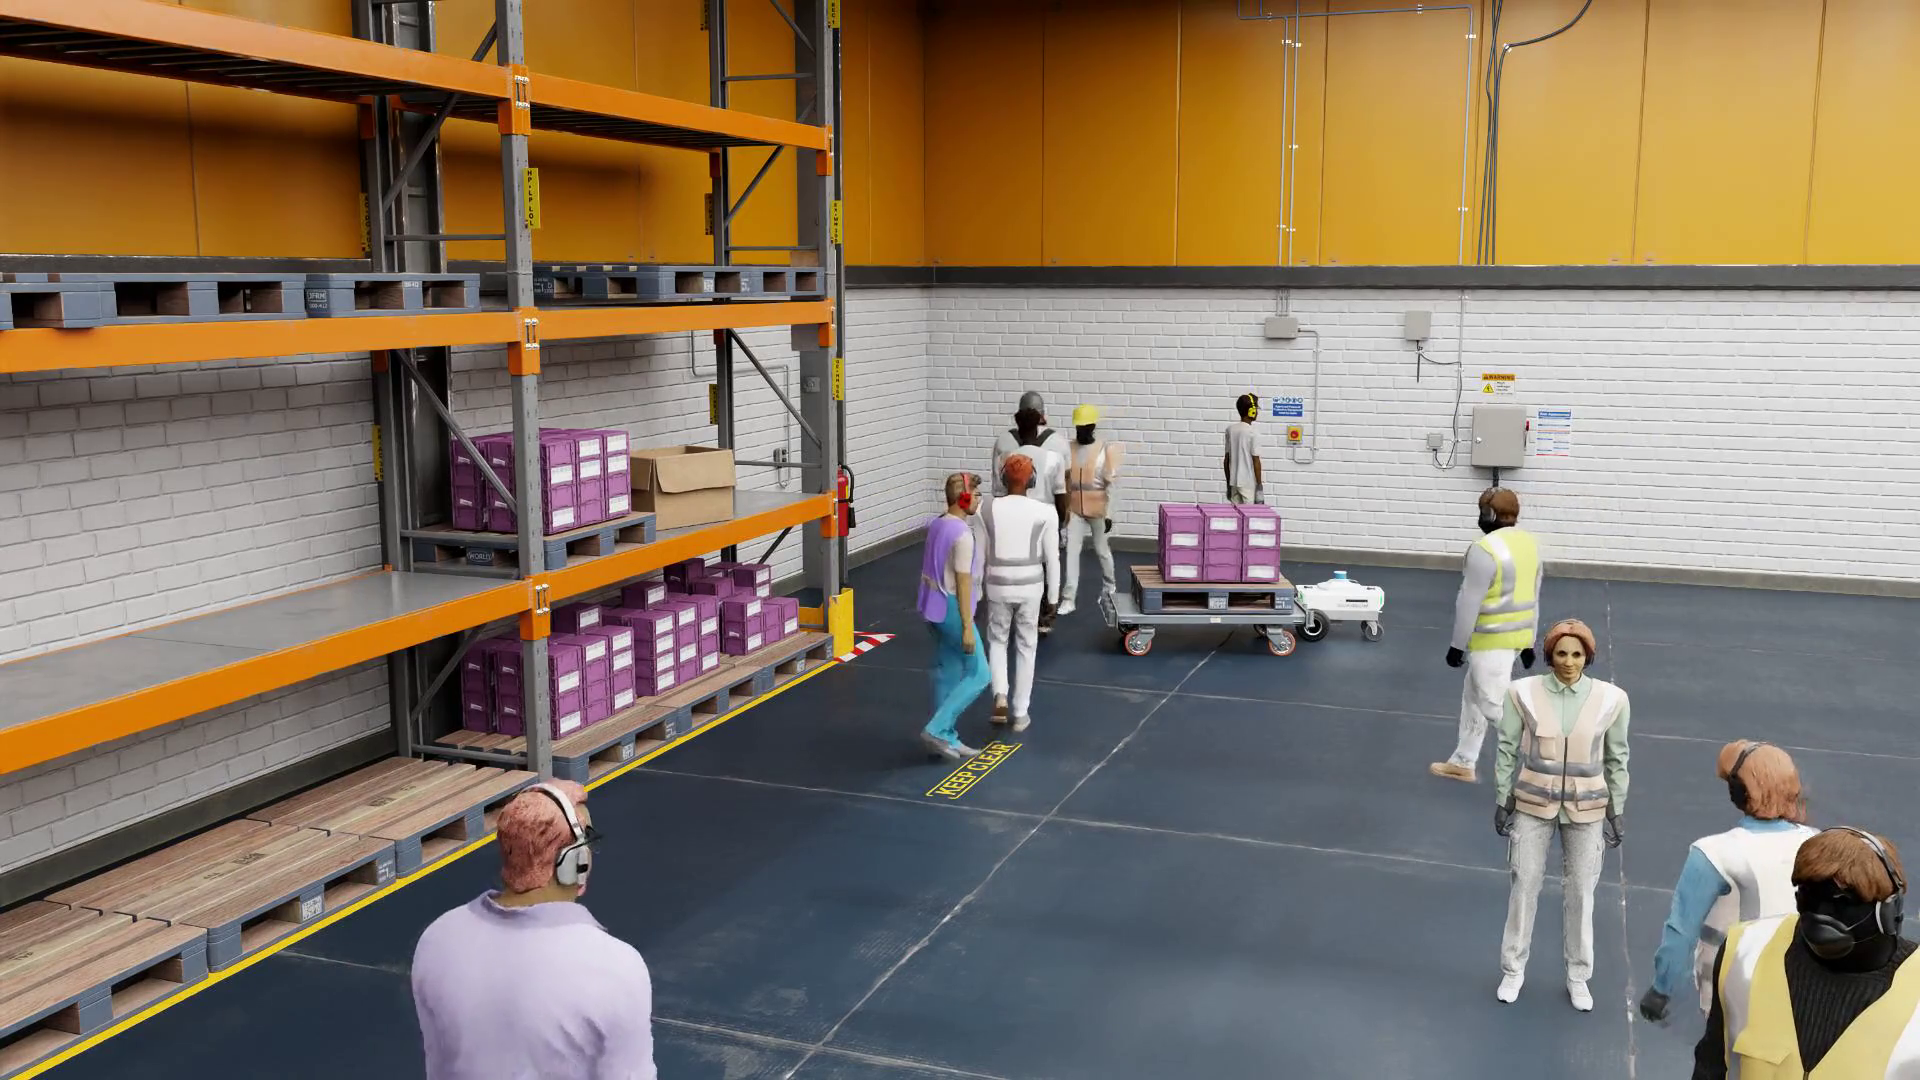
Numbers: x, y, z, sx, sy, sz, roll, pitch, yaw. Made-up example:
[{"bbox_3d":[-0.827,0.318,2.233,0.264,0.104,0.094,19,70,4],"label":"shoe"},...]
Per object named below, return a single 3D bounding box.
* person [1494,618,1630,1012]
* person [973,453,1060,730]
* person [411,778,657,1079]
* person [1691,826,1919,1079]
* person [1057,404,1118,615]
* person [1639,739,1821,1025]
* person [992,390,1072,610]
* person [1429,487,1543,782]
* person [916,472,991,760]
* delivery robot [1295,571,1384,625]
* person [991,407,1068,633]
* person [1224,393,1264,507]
[{"bbox_3d":[2.481,1.130,6.886,0.524,1.636,0.308,3,9,17],"label":"person"},{"bbox_3d":[0.366,0.356,11.010,0.604,1.867,0.464,1,9,7],"label":"person"},{"bbox_3d":[-0.975,1.495,3.822,0.656,1.891,0.655,4,10,24],"label":"person"},{"bbox_3d":[1.922,1.532,3.723,0.429,1.844,0.625,-8,12,-42],"label":"person"},{"bbox_3d":[1.185,-0.299,15.108,0.597,1.889,0.953,5,10,29],"label":"person"},{"bbox_3d":[2.393,1.409,5.186,0.531,1.612,0.682,-3,10,-20],"label":"person"},{"bbox_3d":[0.650,-0.327,14.773,0.696,2.000,0.536,1,9,8],"label":"person"},{"bbox_3d":[3.199,0.598,9.711,0.863,1.807,0.624,9,12,43],"label":"person"},{"bbox_3d":[-0.034,0.491,10.288,0.439,1.828,0.601,-3,10,-18],"label":"person"},{"bbox_3d":[3.174,0.504,13.911,0.707,0.478,0.477,1,9,6],"label":"delivery robot"},{"bbox_3d":[0.584,-0.131,13.879,0.643,1.931,0.671,0,9,2],"label":"person"},{"bbox_3d":[2.831,-0.516,16.501,0.327,1.869,0.518,-6,11,-32],"label":"person"}]
